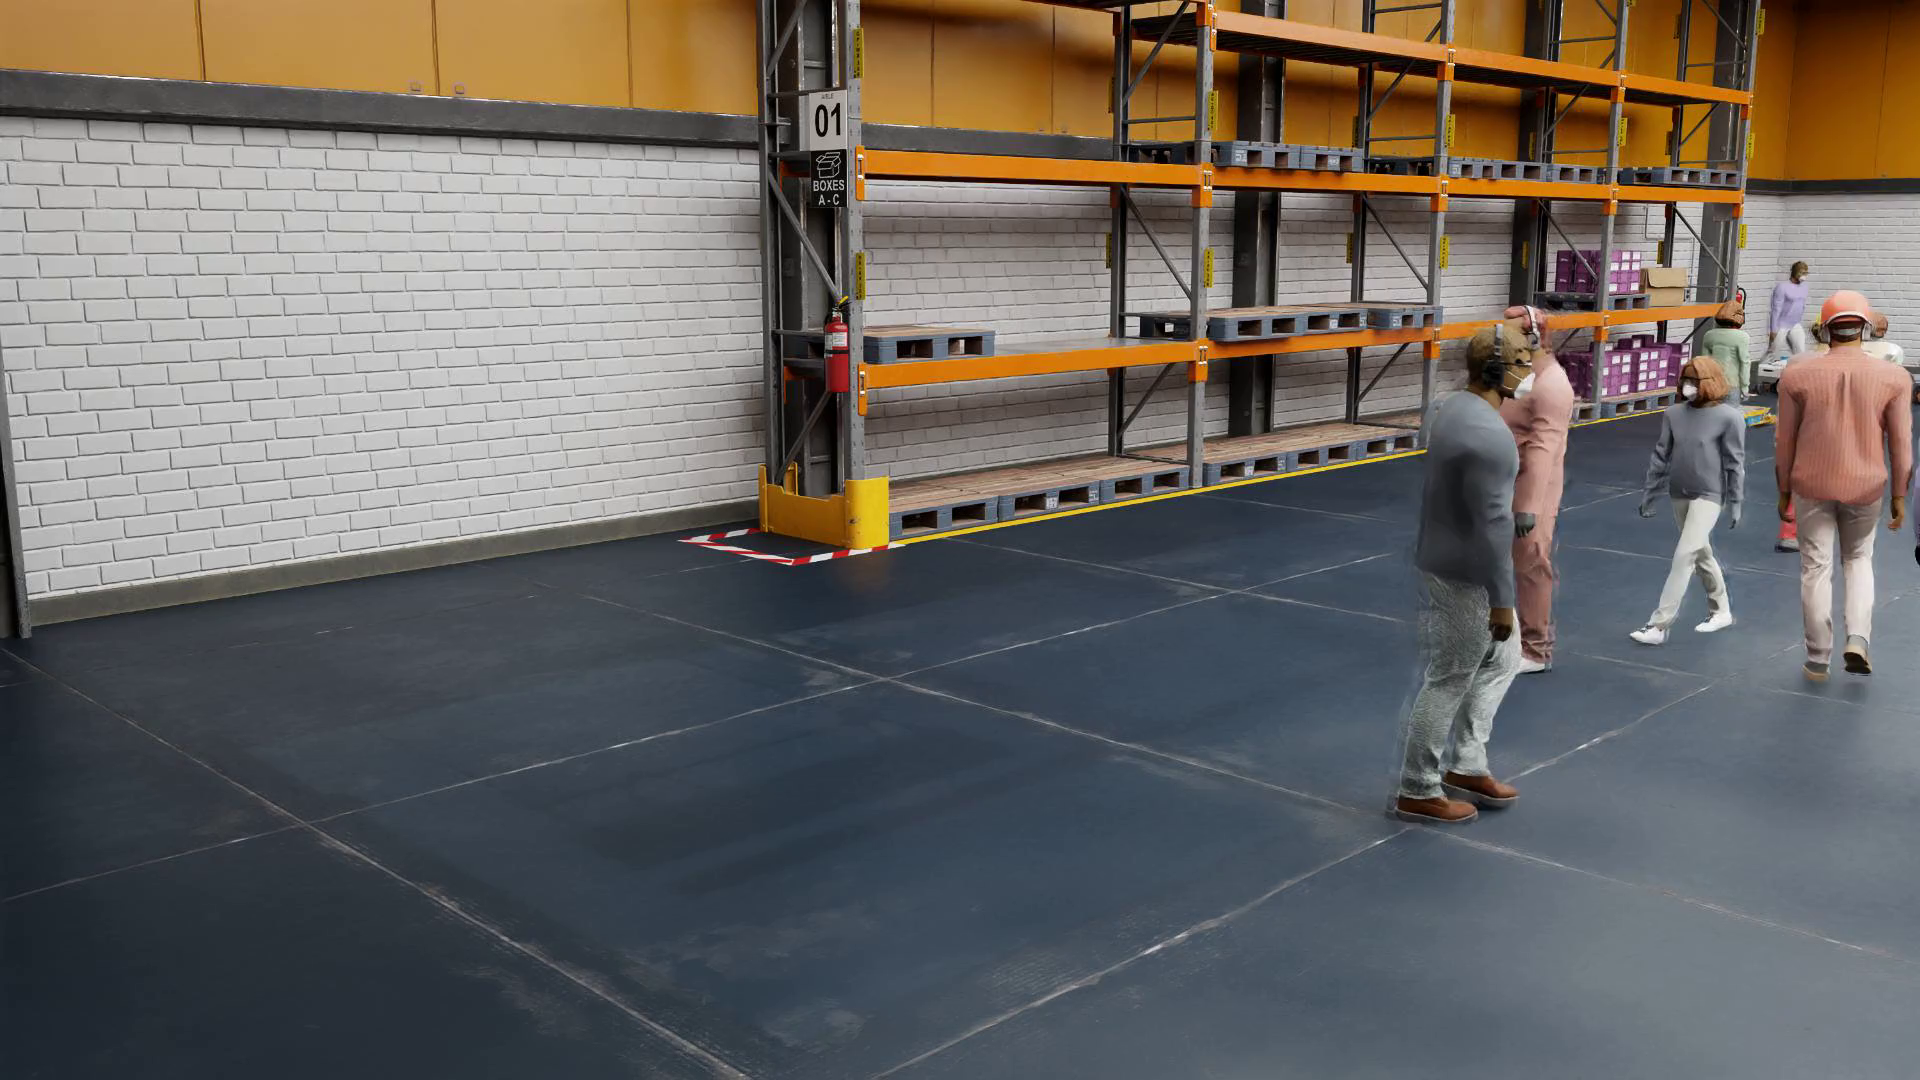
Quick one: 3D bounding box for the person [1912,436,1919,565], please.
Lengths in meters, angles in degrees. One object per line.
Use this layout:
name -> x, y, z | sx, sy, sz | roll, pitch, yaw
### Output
person -> 4.423, 0.046, 7.124 | 0.641, 1.807, 0.715 | 5, 12, 27

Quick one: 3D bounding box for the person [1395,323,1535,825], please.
person -> 1.976, 0.147, 6.276 | 0.658, 1.913, 0.657 | 1, 10, 5

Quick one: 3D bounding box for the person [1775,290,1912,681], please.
person -> 4.418, -0.265, 8.384 | 0.611, 1.965, 0.503 | 4, 11, 20

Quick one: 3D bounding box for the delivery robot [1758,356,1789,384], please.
delivery robot -> 11.547, -2.341, 23.307 | 0.477, 0.478, 0.707 | -3, 11, -15

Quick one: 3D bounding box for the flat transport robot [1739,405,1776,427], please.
flat transport robot -> 8.960, -1.438, 19.415 | 0.652, 0.197, 1.431 | 10, 14, 42

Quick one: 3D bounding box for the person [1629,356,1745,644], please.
person -> 4.060, -0.228, 9.225 | 0.873, 1.583, 0.521 | -5, 12, -25

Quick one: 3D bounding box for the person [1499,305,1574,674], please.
person -> 2.788, -0.238, 8.447 | 0.529, 1.887, 0.677 | -1, 10, -3

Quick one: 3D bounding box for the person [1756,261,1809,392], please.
person -> 11.753, -3.014, 23.666 | 0.661, 1.877, 0.722 | -4, 11, -21

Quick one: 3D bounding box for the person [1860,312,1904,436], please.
person -> 7.623, -1.117, 14.057 | 0.529, 1.608, 0.685 | 7, 12, 33

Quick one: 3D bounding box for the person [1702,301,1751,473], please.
person -> 7.212, -1.434, 15.682 | 0.289, 1.632, 0.497 | -6, 12, -29

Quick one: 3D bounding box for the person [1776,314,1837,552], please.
person -> 6.169, -0.786, 11.925 | 0.931, 1.714, 0.545 | -6, 12, -30
